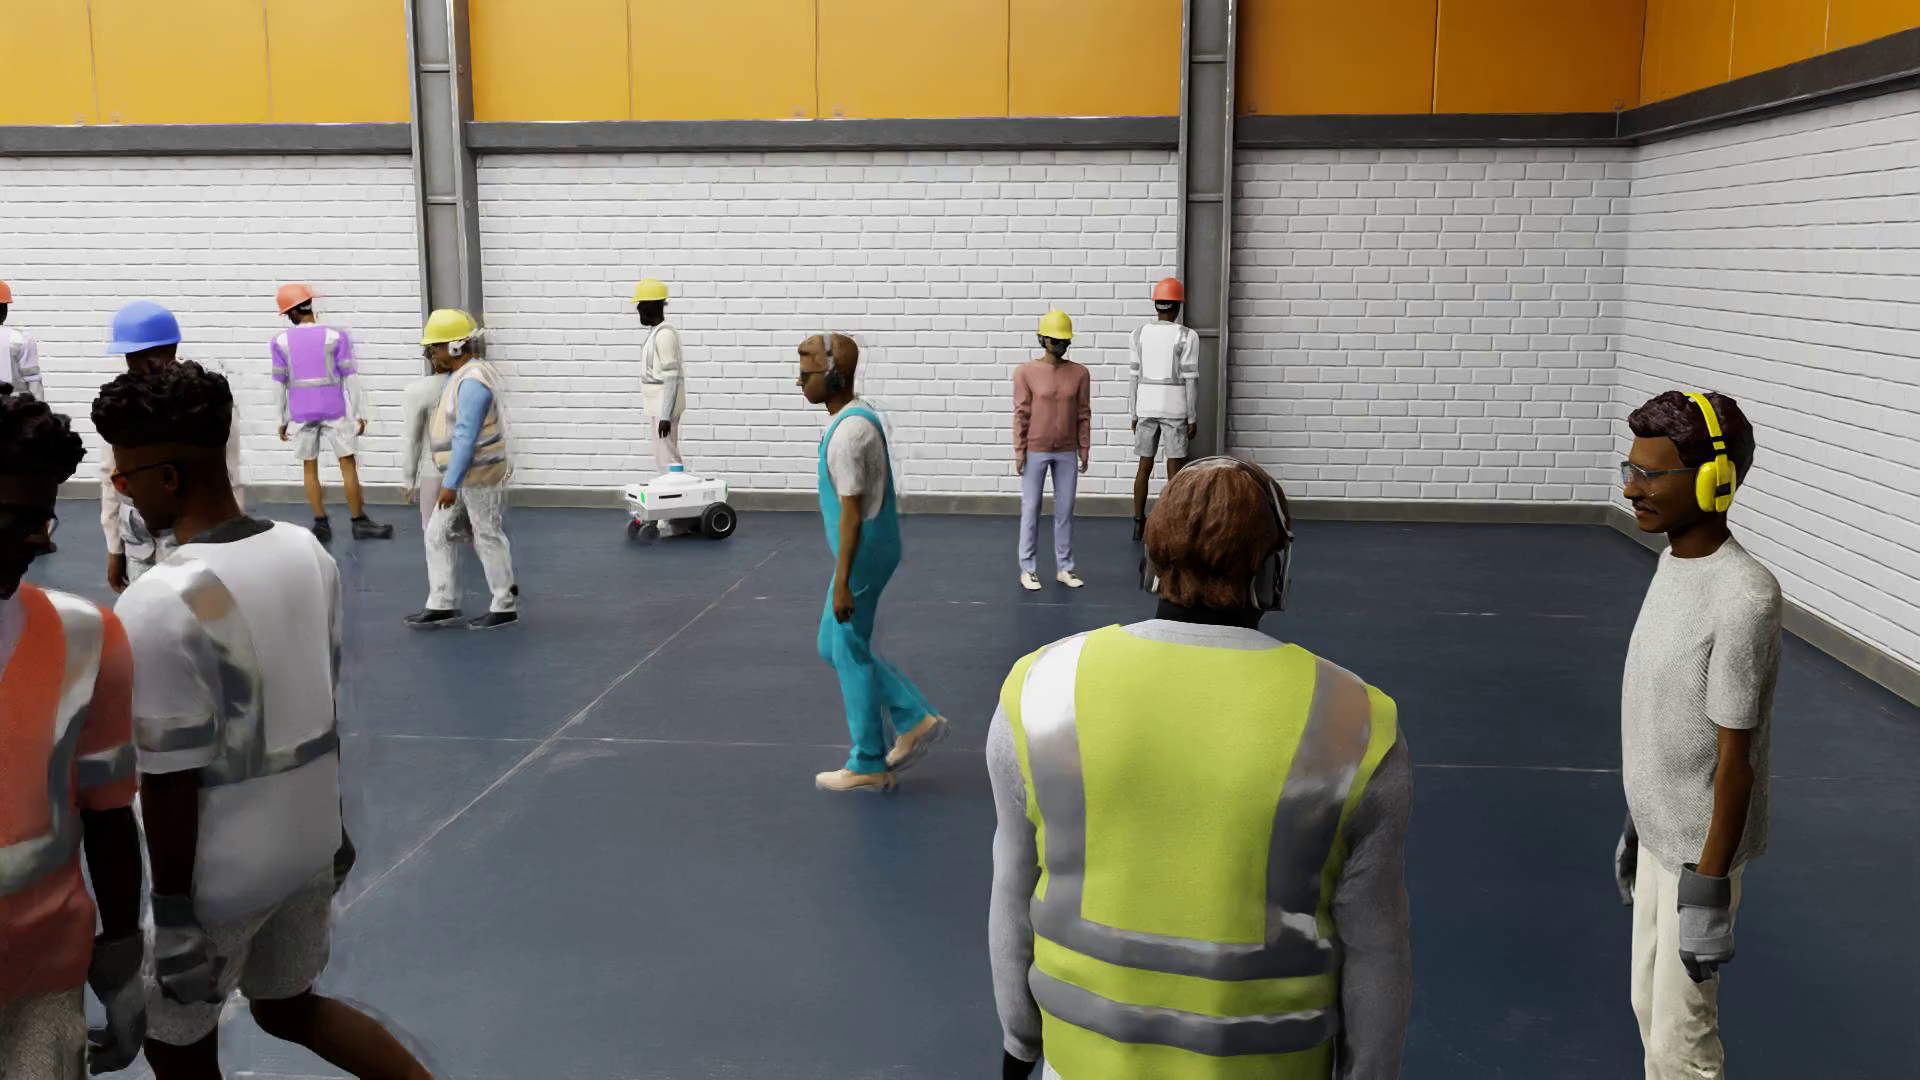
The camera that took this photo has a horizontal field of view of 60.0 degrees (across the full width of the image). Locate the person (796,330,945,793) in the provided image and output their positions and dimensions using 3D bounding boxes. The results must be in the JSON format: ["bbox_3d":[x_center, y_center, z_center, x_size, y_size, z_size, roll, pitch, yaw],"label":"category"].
[{"bbox_3d":[-0.381,0.098,6.465,0.478,1.824,0.559,0,10,-3],"label":"person"}]

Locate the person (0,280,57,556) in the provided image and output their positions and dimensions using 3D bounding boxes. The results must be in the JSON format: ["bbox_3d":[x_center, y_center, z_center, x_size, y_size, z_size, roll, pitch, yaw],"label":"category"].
[{"bbox_3d":[-6.607,-0.837,11.498,0.543,1.939,0.355,-2,10,-14],"label":"person"}]

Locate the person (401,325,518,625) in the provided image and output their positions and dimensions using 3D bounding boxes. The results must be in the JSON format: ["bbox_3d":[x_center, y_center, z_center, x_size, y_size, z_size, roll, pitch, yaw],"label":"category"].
[{"bbox_3d":[-2.838,-0.366,9.349,0.531,1.756,0.534,9,13,42],"label":"person"}]

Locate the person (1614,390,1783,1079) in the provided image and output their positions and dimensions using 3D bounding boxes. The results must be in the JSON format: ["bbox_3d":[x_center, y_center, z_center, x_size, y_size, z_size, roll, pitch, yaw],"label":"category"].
[{"bbox_3d":[1.431,0.629,3.343,0.334,1.860,0.509,1,10,8],"label":"person"}]

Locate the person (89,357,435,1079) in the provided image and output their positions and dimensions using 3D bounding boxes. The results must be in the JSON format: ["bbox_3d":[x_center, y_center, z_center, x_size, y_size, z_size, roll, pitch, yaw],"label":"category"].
[{"bbox_3d":[-1.345,0.604,3.280,0.820,1.926,0.642,2,10,9],"label":"person"}]

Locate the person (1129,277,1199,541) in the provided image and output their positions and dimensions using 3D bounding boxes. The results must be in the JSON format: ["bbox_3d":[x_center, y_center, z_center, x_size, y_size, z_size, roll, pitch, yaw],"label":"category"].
[{"bbox_3d":[1.492,-0.939,12.129,0.542,1.928,0.399,6,11,29],"label":"person"}]

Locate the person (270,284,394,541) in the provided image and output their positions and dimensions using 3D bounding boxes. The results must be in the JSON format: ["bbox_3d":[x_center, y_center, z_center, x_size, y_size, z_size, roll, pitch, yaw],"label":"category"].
[{"bbox_3d":[-4.613,-0.928,12.197,0.778,1.882,0.365,-2,10,-9],"label":"person"}]

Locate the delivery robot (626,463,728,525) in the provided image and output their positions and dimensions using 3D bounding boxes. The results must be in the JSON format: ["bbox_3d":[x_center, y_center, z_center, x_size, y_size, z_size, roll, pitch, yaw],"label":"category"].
[{"bbox_3d":[-2.080,-0.321,12.233,0.707,0.478,0.477,-6,12,-31],"label":"delivery robot"}]

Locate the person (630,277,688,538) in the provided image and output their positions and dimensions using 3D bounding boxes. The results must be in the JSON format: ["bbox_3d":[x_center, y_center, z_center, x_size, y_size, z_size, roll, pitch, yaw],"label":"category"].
[{"bbox_3d":[-2.231,-0.980,12.350,0.381,1.924,0.594,-3,10,-16],"label":"person"}]

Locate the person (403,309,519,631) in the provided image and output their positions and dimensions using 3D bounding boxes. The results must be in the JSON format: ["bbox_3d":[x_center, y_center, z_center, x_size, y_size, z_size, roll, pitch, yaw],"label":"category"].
[{"bbox_3d":[-2.804,-0.363,9.154,0.726,1.799,0.597,-5,11,-28],"label":"person"}]

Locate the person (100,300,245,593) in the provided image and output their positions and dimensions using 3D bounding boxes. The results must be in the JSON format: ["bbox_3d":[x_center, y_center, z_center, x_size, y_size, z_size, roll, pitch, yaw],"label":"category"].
[{"bbox_3d":[-3.101,0.031,6.557,0.616,1.937,0.421,2,10,14],"label":"person"}]

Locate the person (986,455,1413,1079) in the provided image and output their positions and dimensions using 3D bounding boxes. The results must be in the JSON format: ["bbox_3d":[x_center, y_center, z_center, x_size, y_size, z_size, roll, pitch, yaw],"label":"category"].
[{"bbox_3d":[0.354,0.785,2.532,0.634,1.831,0.429,3,10,16],"label":"person"}]

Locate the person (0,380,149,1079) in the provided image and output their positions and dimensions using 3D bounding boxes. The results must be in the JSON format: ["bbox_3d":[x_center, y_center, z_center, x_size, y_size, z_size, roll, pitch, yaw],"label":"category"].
[{"bbox_3d":[-1.571,0.722,2.623,0.505,1.927,0.664,9,14,43],"label":"person"}]

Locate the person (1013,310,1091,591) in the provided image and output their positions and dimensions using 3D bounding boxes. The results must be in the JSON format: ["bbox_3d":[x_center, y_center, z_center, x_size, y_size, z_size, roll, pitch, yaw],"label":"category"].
[{"bbox_3d":[0.578,-0.554,10.408,0.525,1.759,0.338,-3,10,-16],"label":"person"}]
